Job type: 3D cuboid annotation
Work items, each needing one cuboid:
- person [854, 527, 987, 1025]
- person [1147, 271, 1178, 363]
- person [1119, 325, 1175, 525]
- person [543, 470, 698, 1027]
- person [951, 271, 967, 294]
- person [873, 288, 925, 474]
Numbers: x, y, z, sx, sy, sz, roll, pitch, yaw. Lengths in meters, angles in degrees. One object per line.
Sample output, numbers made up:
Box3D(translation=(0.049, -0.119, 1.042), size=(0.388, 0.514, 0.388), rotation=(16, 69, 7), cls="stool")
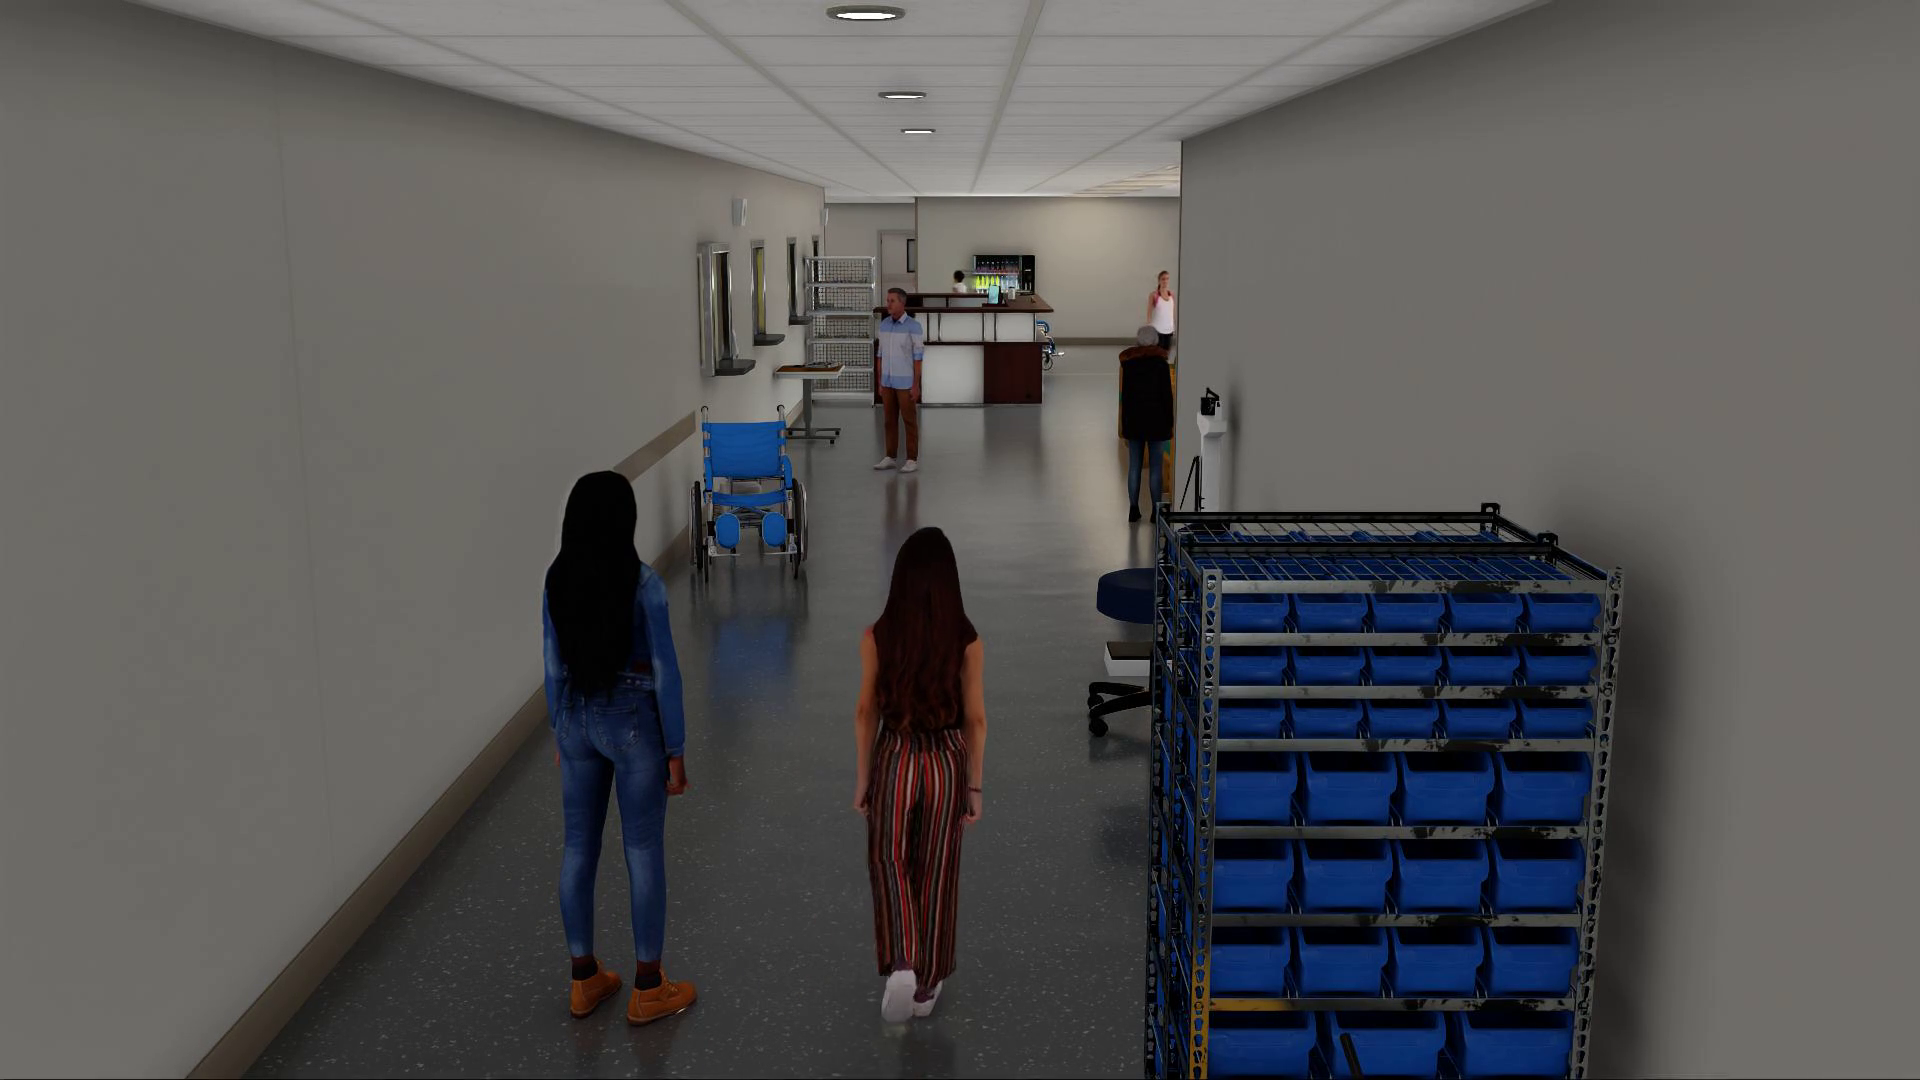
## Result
Box3D(translation=(-0.128, 0.737, 4.997), size=(0.762, 1.555, 0.635), rotation=(1, 11, 3), cls="person")
Box3D(translation=(2.897, -2.999, 24.084), size=(0.733, 1.778, 0.772), rotation=(-3, 11, -15), cls="person")
Box3D(translation=(1.545, -0.962, 13.743), size=(0.695, 1.633, 0.795), rotation=(5, 12, 26), cls="person")
Box3D(translation=(-1.073, 0.633, 5.124), size=(0.590, 1.712, 0.738), rotation=(4, 12, 21), cls="person")
Box3D(translation=(0.021, -4.460, 32.429), size=(0.974, 1.539, 0.832), rotation=(7, 13, 32), cls="person")
Box3D(translation=(-0.604, -1.599, 16.585), size=(0.715, 1.825, 0.824), rotation=(7, 13, 33), cls="person")
